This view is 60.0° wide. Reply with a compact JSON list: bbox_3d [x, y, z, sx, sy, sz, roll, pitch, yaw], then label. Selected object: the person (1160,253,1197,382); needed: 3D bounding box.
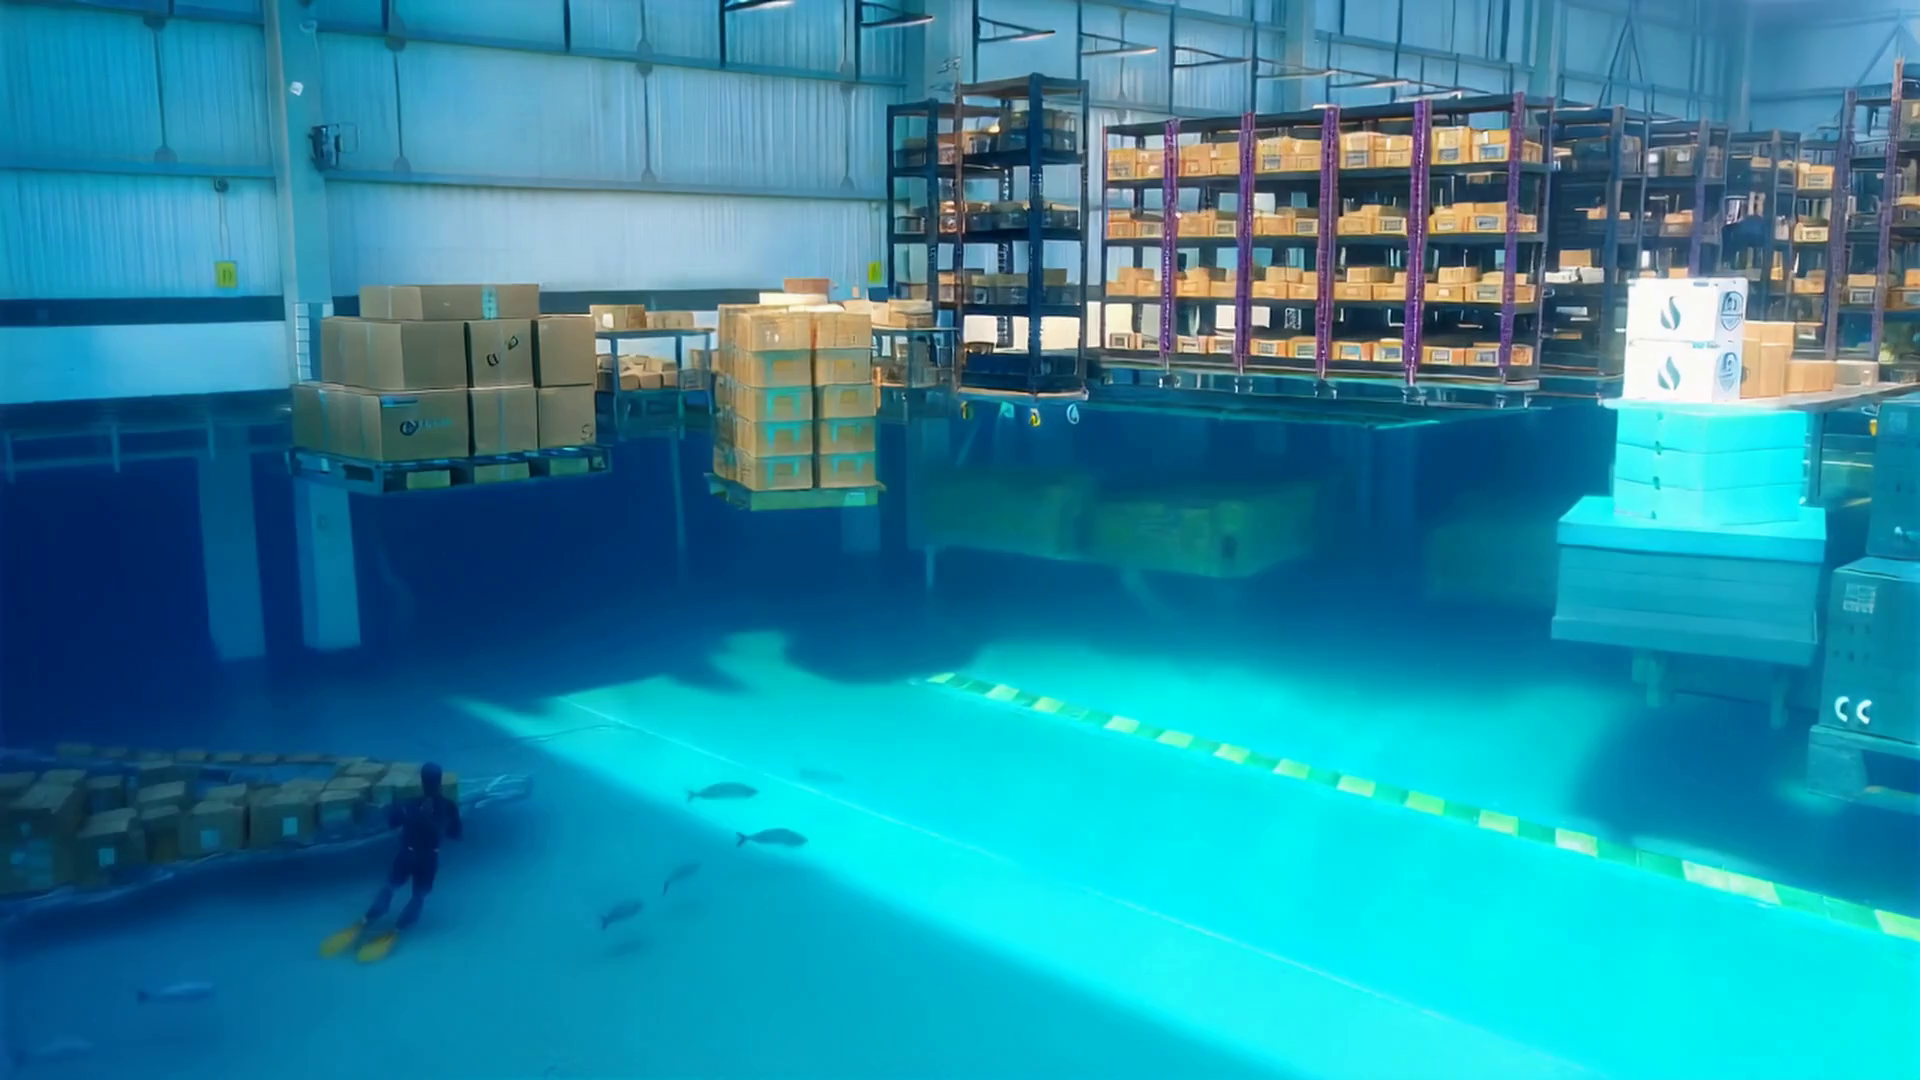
[{"bbox_3d":[3.168,-3.208,24.026,0.570,1.837,0.375,7,12,35],"label":"person"}]
